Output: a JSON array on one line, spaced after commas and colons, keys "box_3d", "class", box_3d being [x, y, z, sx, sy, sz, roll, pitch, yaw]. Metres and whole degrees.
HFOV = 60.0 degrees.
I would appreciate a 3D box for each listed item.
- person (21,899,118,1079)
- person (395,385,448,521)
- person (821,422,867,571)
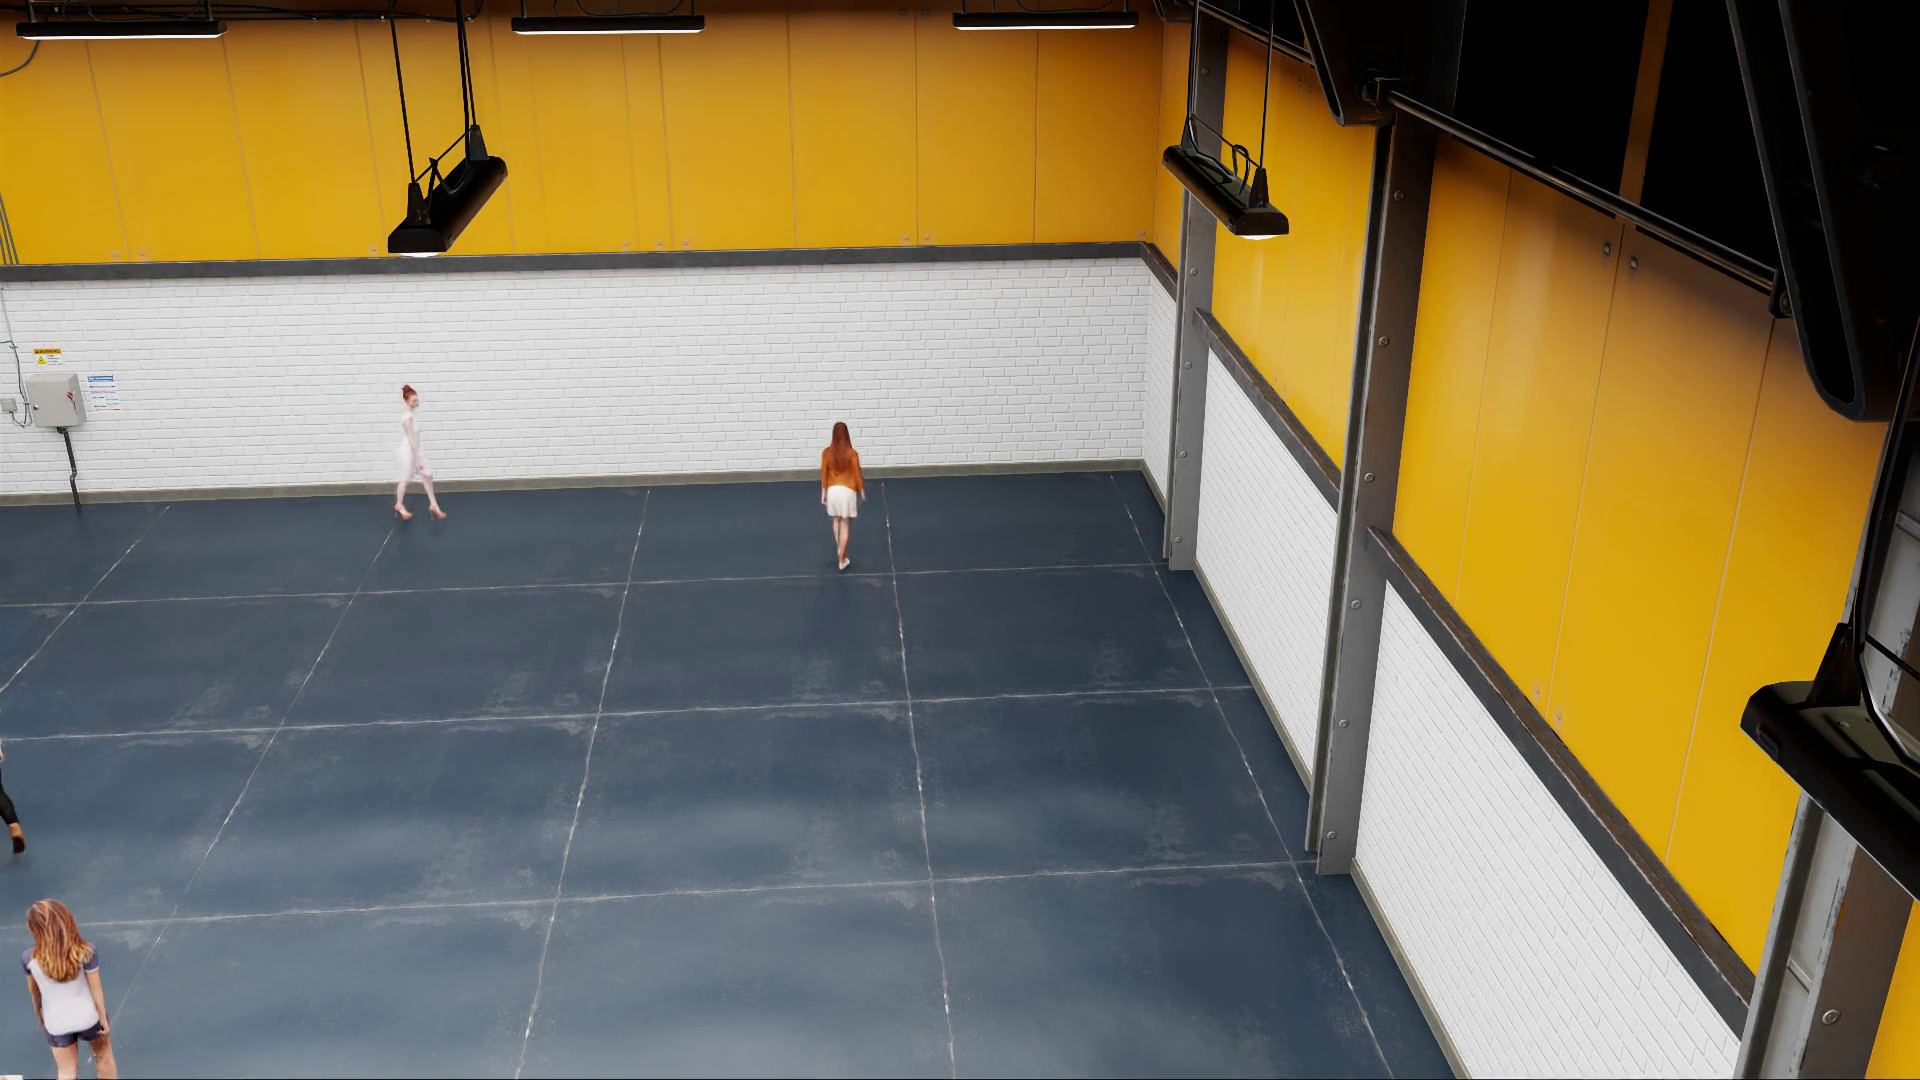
[{"box_3d": [-5.685, 3.119, 10.620, 0.735, 1.700, 1.007, -8, 25, -17], "class": "person"}, {"box_3d": [-6.681, -1.019, 20.024, 0.721, 1.751, 0.831, -2, 24, -5], "class": "person"}, {"box_3d": [-1.359, -0.470, 18.833, 0.779, 1.698, 0.905, 8, 25, 17], "class": "person"}]
